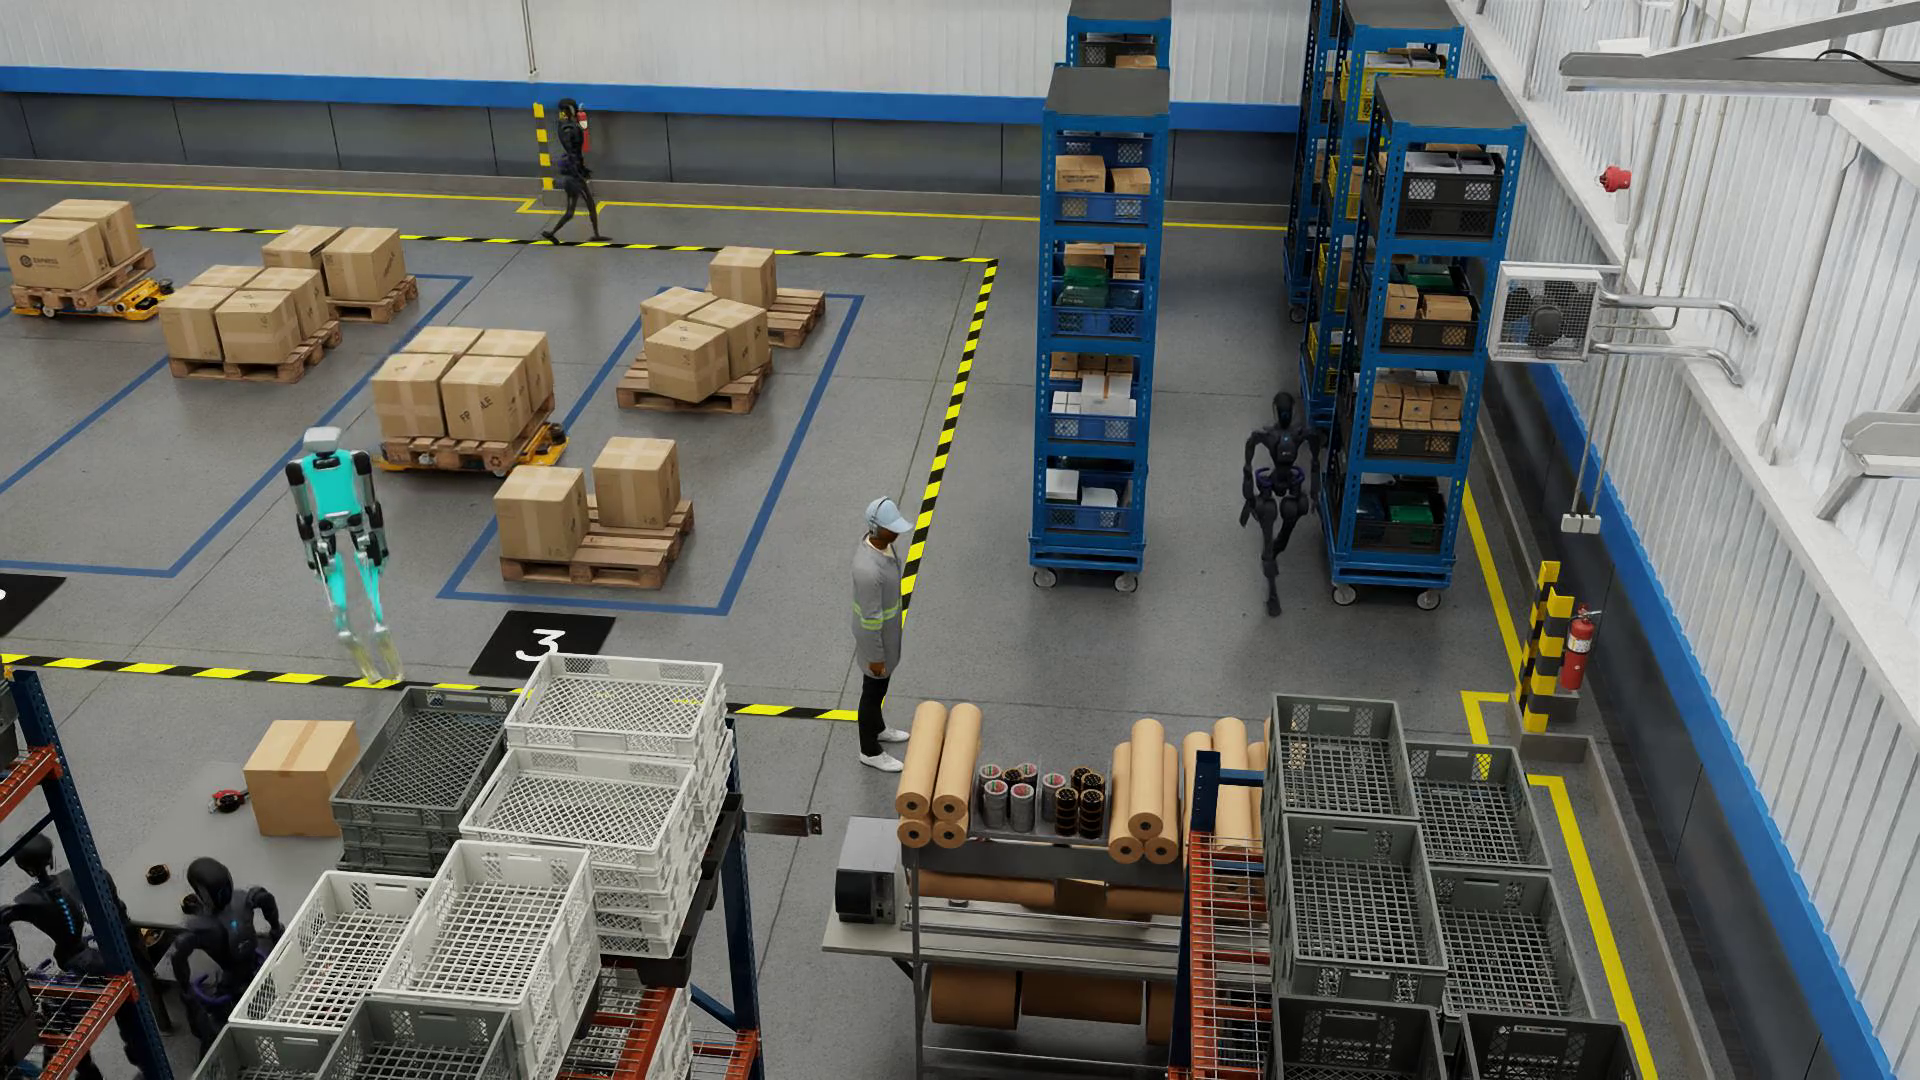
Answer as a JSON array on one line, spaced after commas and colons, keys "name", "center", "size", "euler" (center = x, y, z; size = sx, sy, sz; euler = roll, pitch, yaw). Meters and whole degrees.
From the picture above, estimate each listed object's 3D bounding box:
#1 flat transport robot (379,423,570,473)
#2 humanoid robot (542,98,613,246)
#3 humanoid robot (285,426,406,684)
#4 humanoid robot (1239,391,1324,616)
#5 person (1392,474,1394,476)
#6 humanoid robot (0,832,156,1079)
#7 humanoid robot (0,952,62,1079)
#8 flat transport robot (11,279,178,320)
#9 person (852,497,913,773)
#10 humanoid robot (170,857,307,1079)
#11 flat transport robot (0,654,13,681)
[{"name": "flat transport robot", "center": [-4.086, -0.794, 14.010], "size": [1.431, 0.197, 0.652], "euler": [3, 30, 6]}, {"name": "humanoid robot", "center": [-4.286, -4.040, 18.248], "size": [0.725, 1.636, 0.599], "euler": [-2, 30, -3]}, {"name": "humanoid robot", "center": [-4.011, 0.201, 10.899], "size": [0.535, 1.794, 0.810], "euler": [-10, 32, -16]}, {"name": "humanoid robot", "center": [2.303, -0.314, 11.878], "size": [0.612, 1.630, 0.811], "euler": [-2, 30, -3]}, {"name": "person", "center": [3.367, -1.145, 12.997], "size": [0.383, 1.929, 0.634], "euler": [-13, 33, -21]}, {"name": "humanoid robot", "center": [-4.093, 2.045, 7.759], "size": [0.323, 1.647, 0.612], "euler": [21, 36, 31]}, {"name": "humanoid robot", "center": [-4.423, 2.119, 7.625], "size": [0.332, 1.650, 0.595], "euler": [-8, 31, -14]}, {"name": "flat transport robot", "center": [-8.797, -2.479, 16.904], "size": [1.431, 0.197, 0.652], "euler": [3, 30, 6]}, {"name": "person", "center": [-0.461, 0.557, 10.145], "size": [0.388, 1.849, 0.597], "euler": [3, 30, 5]}, {"name": "humanoid robot", "center": [-3.264, 2.128, 7.609], "size": [0.341, 1.649, 0.585], "euler": [17, 34, 26]}, {"name": "flat transport robot", "center": [-7.142, 0.969, 11.010], "size": [1.431, 0.231, 0.659], "euler": [3, 30, 6]}]
